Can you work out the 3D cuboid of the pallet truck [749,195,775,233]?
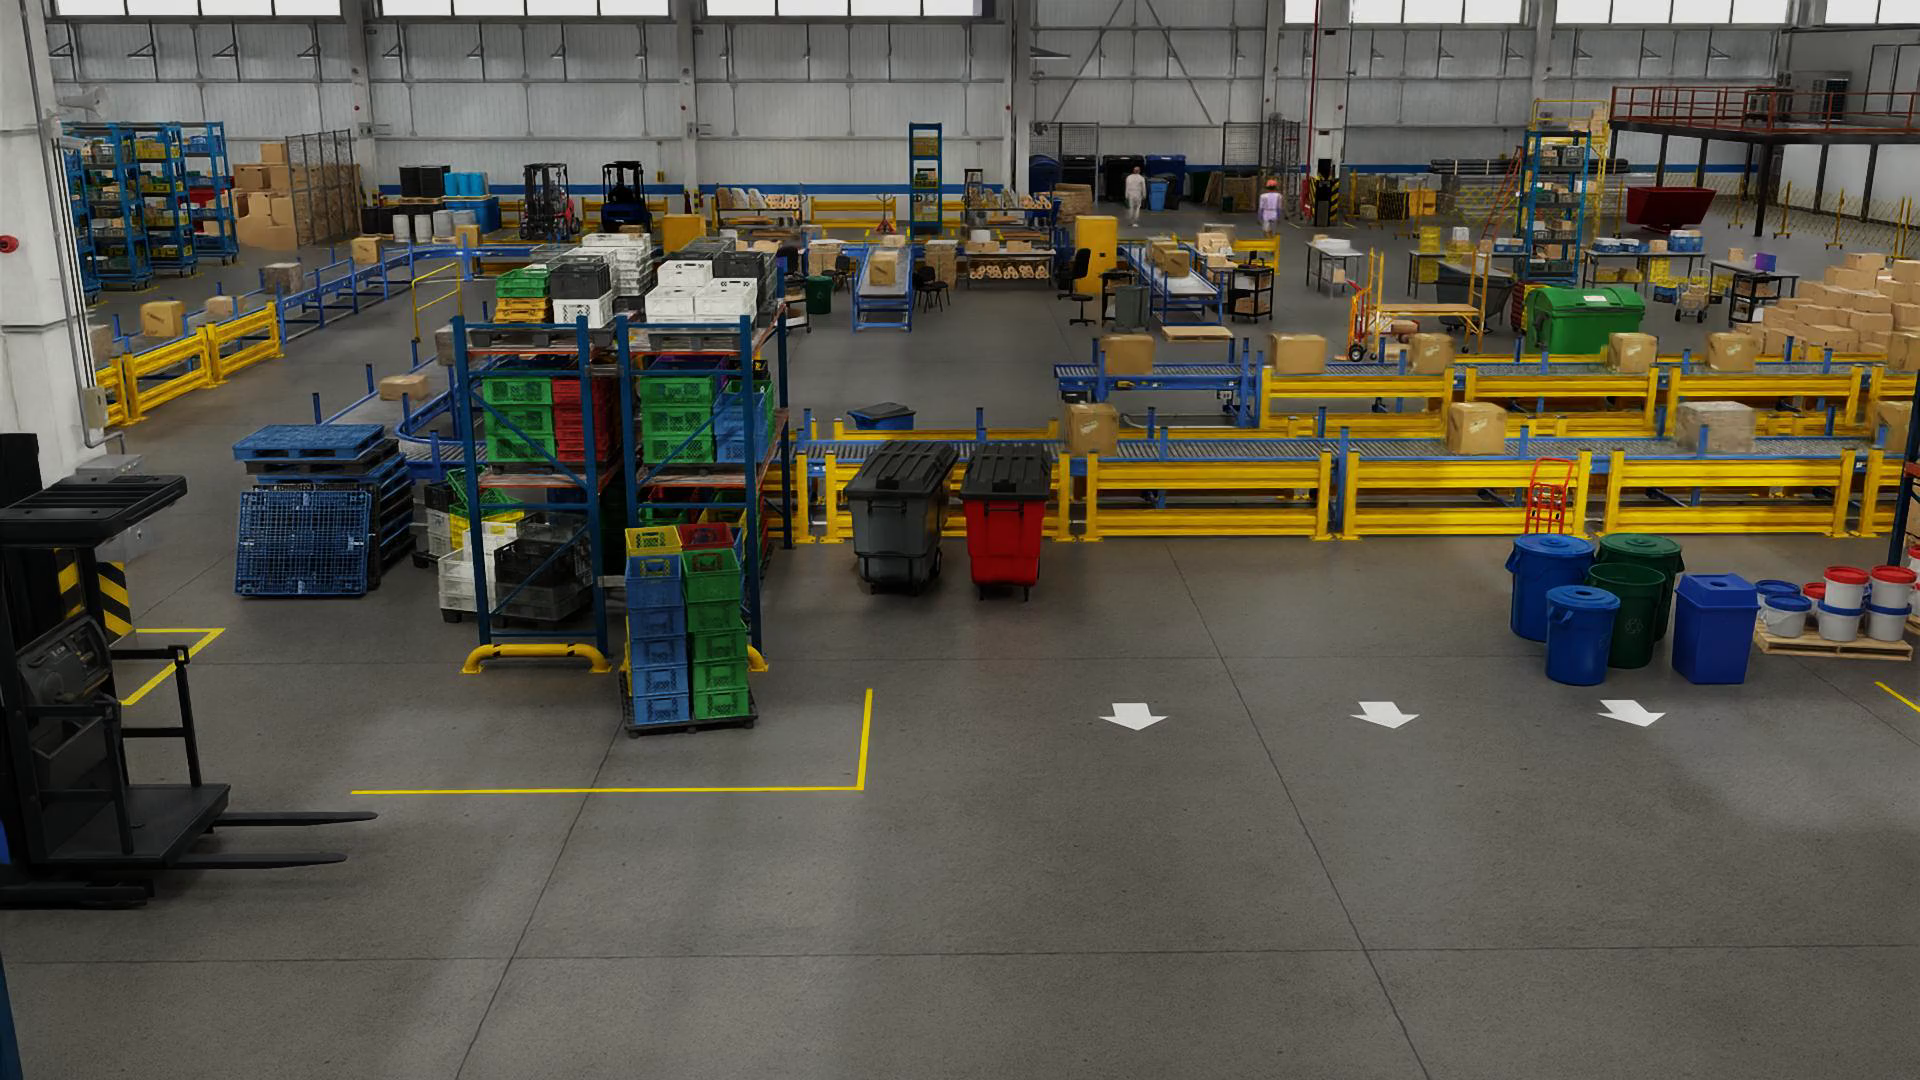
[{"bbox_3d":[-6.051,-9.967,50.660,0.680,1.201,1.601,0,16,-1],"label":"pallet truck"}]

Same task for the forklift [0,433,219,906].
[{"bbox_3d":[-5.952,0.780,10.366,1.873,2.768,1.129,0,16,-1],"label":"forklift"}]

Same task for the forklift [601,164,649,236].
[{"bbox_3d":[-9.948,-10.127,49.296,1.157,1.987,2.680,-1,16,-3],"label":"forklift"}]

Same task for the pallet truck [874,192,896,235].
[{"bbox_3d":[-2.277,-9.986,50.594,0.653,1.274,1.630,0,16,-1],"label":"pallet truck"}]

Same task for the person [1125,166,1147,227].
[{"bbox_3d":[5.613,-10.889,52.716,0.661,1.878,0.822,8,18,26],"label":"person"}]

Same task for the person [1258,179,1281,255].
[{"bbox_3d":[8.390,-8.713,44.922,0.609,2.021,0.850,-4,17,-15],"label":"person"}]

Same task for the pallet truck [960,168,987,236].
[{"bbox_3d":[0.383,-10.230,50.206,0.823,1.965,1.885,-1,16,-3],"label":"pallet truck"}]

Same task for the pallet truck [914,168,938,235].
[{"bbox_3d":[-0.989,-10.316,50.507,0.823,1.965,1.885,1,16,3],"label":"pallet truck"}]

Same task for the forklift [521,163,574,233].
[{"bbox_3d":[-12.233,-10.122,49.298,1.157,1.987,2.680,0,16,-1],"label":"forklift"}]

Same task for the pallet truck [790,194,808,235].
[{"bbox_3d":[-4.814,-9.883,50.259,0.704,1.261,1.522,-1,16,-3],"label":"pallet truck"}]
